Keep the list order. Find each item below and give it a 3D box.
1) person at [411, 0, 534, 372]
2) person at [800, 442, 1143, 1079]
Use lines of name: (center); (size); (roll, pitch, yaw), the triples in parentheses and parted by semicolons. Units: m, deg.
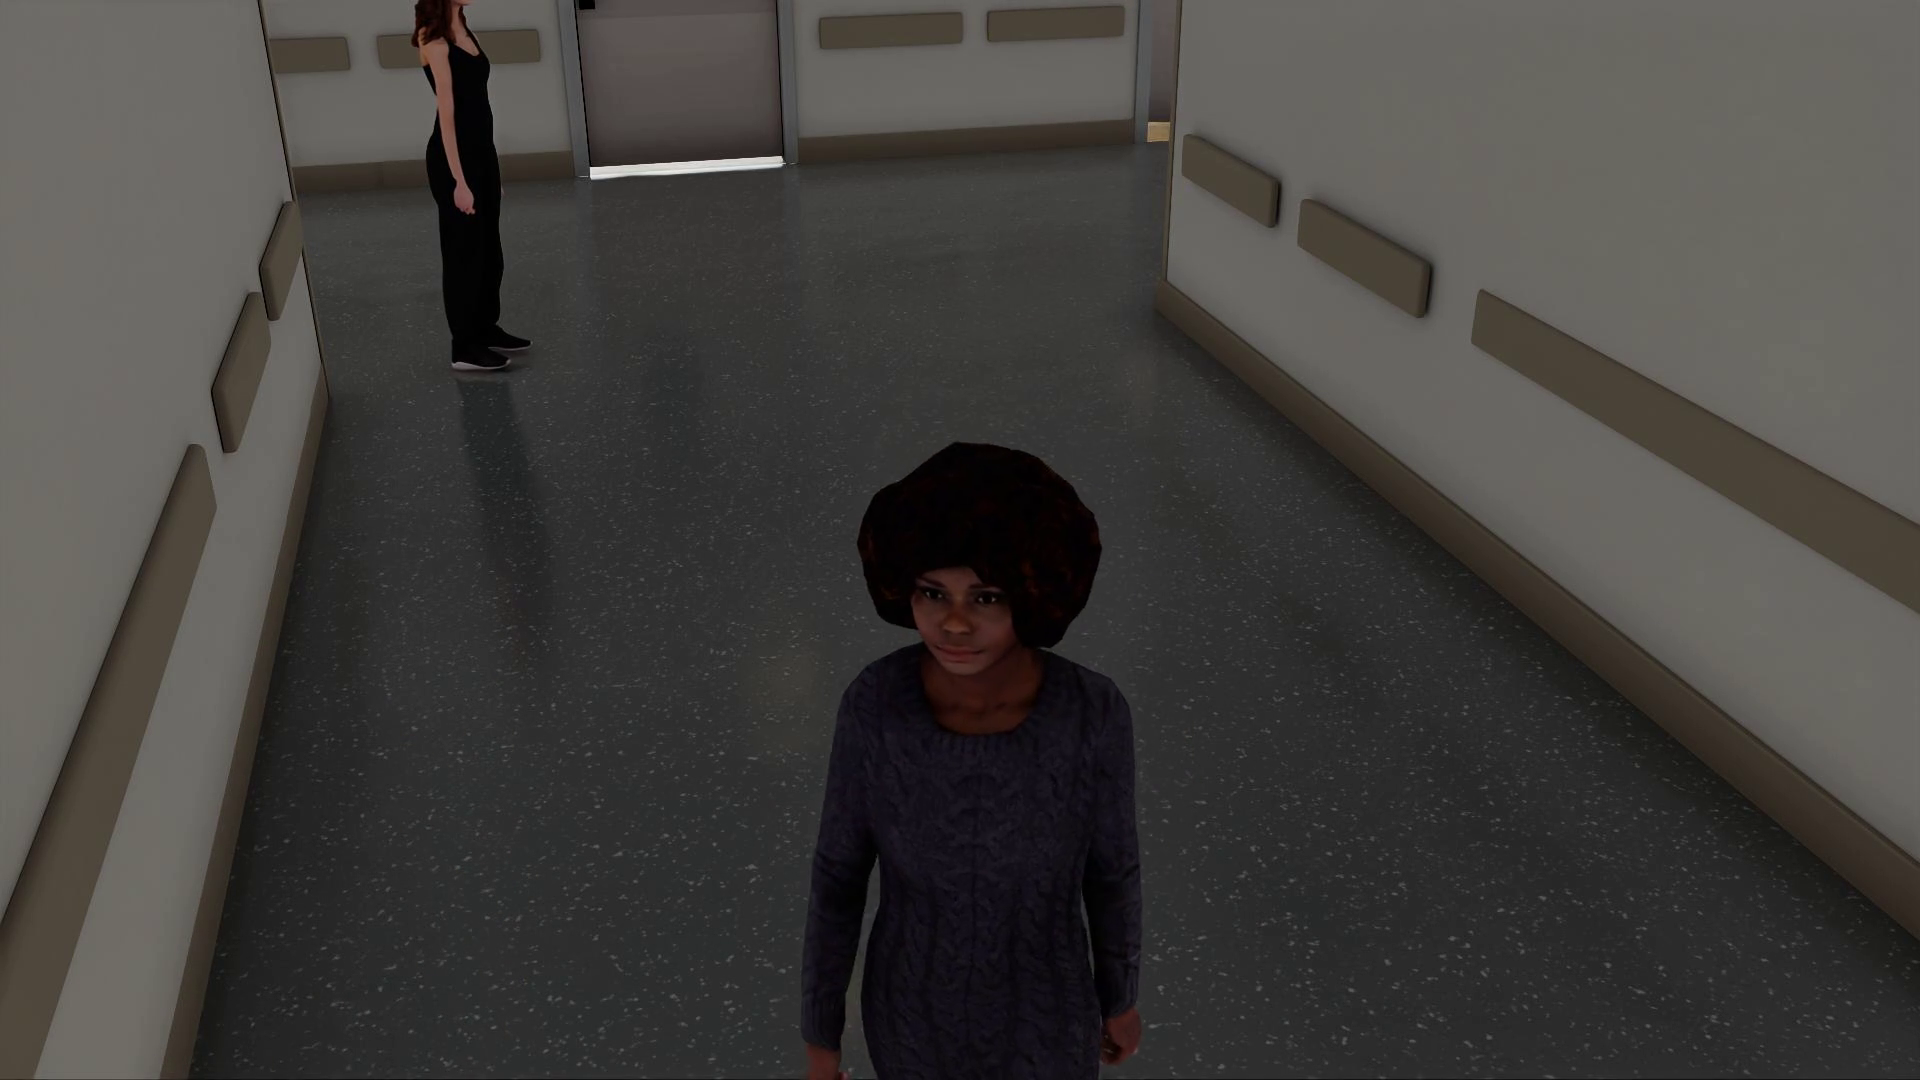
person: (-2.100, -1.583, 6.989); (0.636, 1.746, 0.639); (3, 26, 6)
person: (0.024, 0.651, 2.436); (1.023, 1.675, 0.933); (4, 26, 8)
